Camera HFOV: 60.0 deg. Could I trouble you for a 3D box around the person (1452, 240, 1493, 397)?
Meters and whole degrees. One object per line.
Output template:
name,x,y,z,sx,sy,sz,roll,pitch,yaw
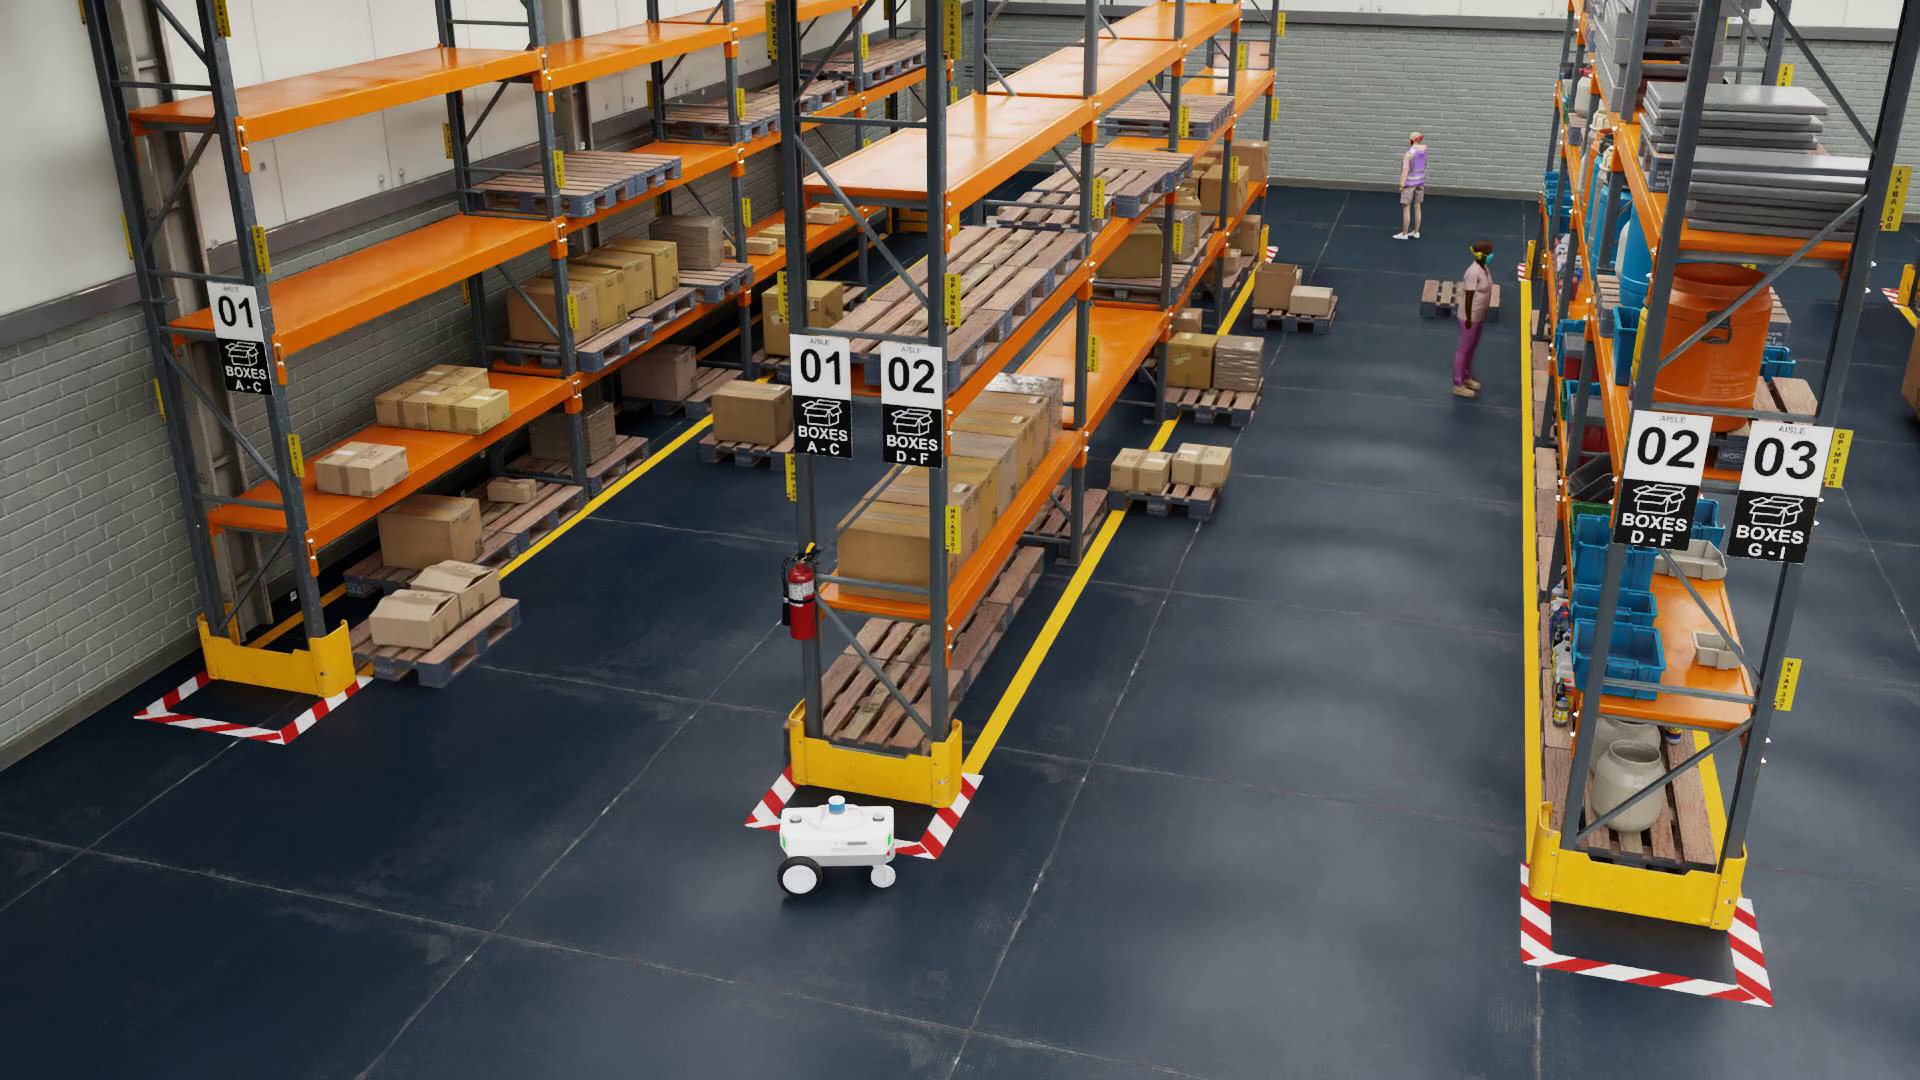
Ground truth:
person,5.936,-2.579,19.219,0.340,1.798,0.522,14,27,29

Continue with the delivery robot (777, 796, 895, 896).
delivery robot,-0.800,1.895,10.441,0.791,0.614,0.499,-1,23,-2

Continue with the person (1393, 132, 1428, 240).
person,7.184,-5.620,26.416,0.489,1.688,0.349,-14,27,-29
